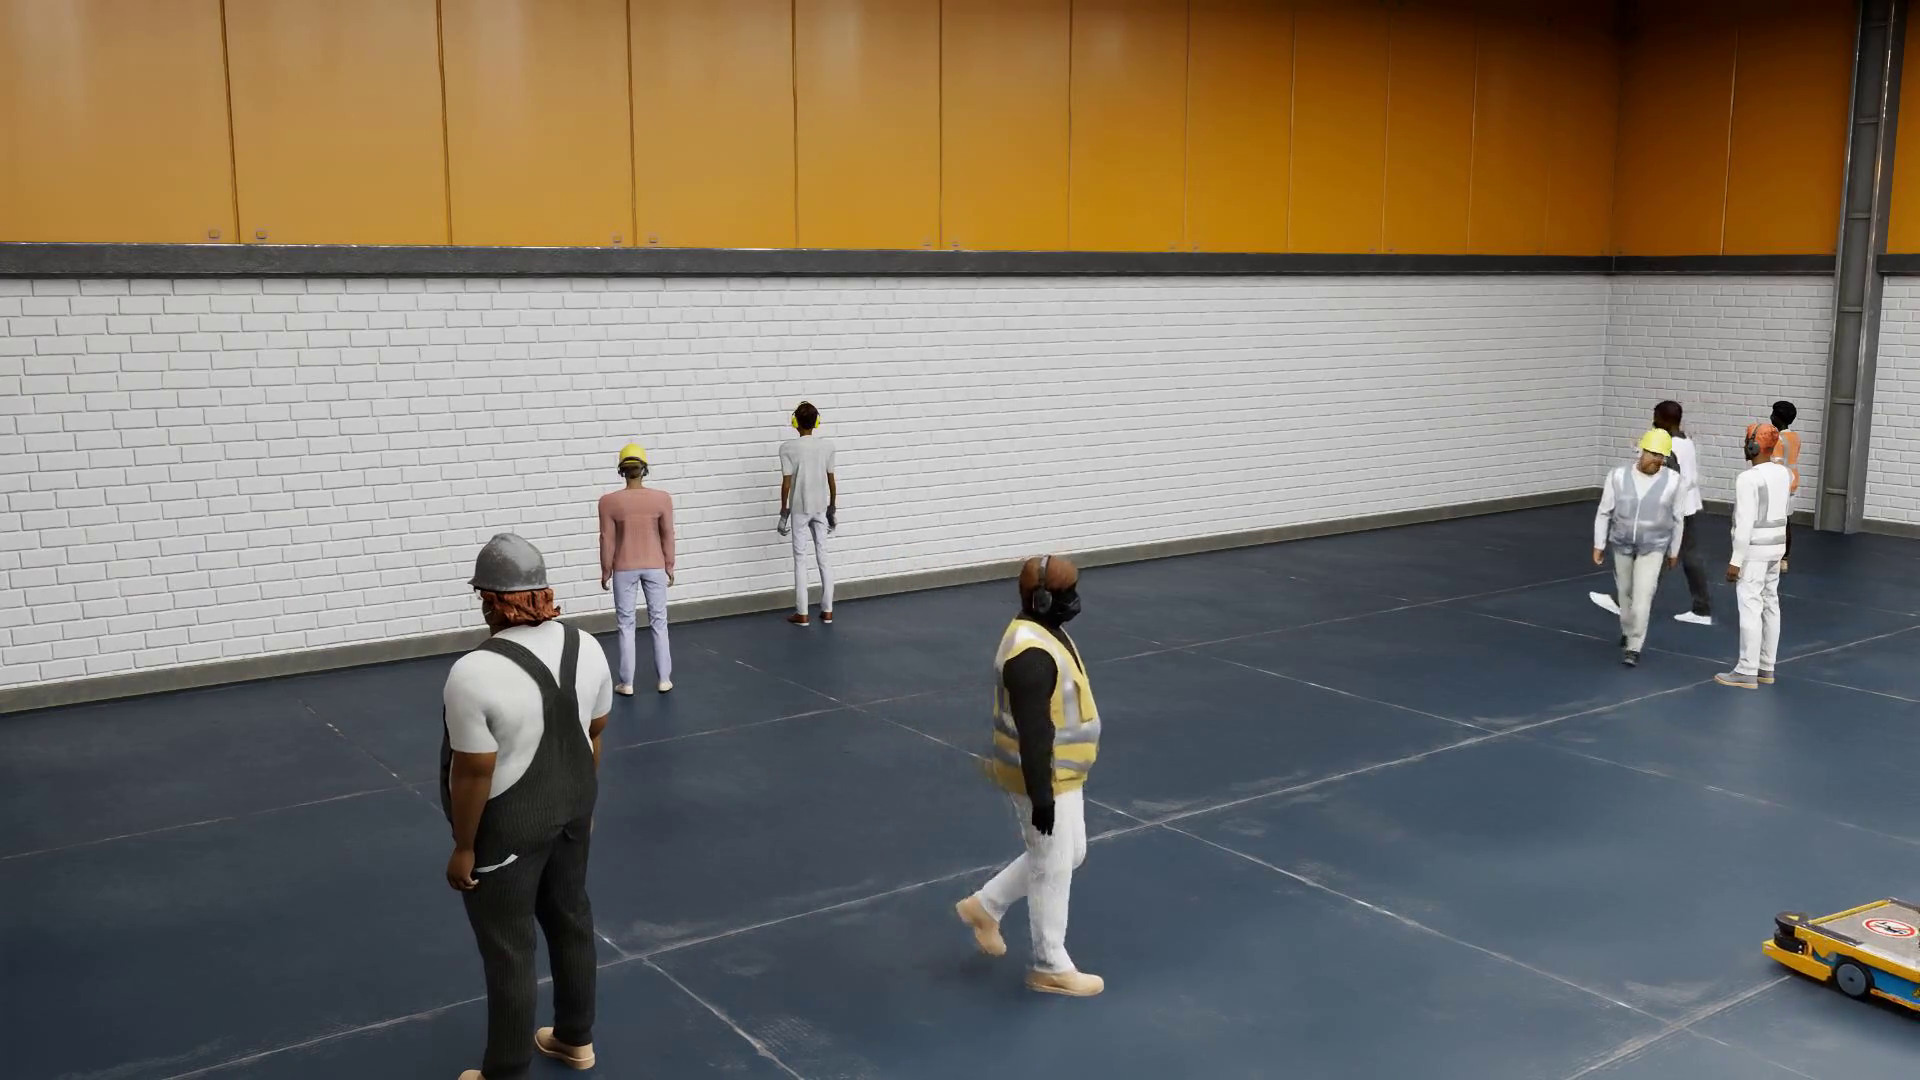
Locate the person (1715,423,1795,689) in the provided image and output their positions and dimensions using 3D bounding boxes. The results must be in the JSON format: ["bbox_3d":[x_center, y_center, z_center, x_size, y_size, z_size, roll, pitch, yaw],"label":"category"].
[{"bbox_3d":[5.636,0.112,11.783,0.574,1.883,0.361,-6,11,-33],"label":"person"}]

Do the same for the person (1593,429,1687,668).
[{"bbox_3d":[5.149,0.036,12.617,0.600,1.780,0.923,6,11,33],"label":"person"}]

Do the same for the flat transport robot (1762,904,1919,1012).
[{"bbox_3d":[4.043,1.754,6.607,0.652,0.197,1.431,-5,10,-28],"label":"flat transport robot"}]

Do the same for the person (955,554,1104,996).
[{"bbox_3d":[0.294,0.954,6.766,0.553,1.827,0.631,2,9,11],"label":"person"}]

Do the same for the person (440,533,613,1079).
[{"bbox_3d":[-1.598,0.978,5.952,0.538,2.000,0.685,6,11,31],"label":"person"}]

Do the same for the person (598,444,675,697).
[{"bbox_3d":[-2.240,0.211,11.557,0.523,1.760,0.327,-3,10,-17],"label":"person"}]

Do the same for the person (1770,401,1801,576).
[{"bbox_3d":[7.943,-0.502,16.141,0.318,1.696,0.537,9,13,44],"label":"person"}]

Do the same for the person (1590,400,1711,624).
[{"bbox_3d":[5.901,-0.242,14.021,1.012,1.855,0.627,7,12,38],"label":"person"}]

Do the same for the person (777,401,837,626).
[{"bbox_3d":[-1.275,-0.221,13.872,0.516,1.871,0.325,-4,10,-25],"label":"person"}]
